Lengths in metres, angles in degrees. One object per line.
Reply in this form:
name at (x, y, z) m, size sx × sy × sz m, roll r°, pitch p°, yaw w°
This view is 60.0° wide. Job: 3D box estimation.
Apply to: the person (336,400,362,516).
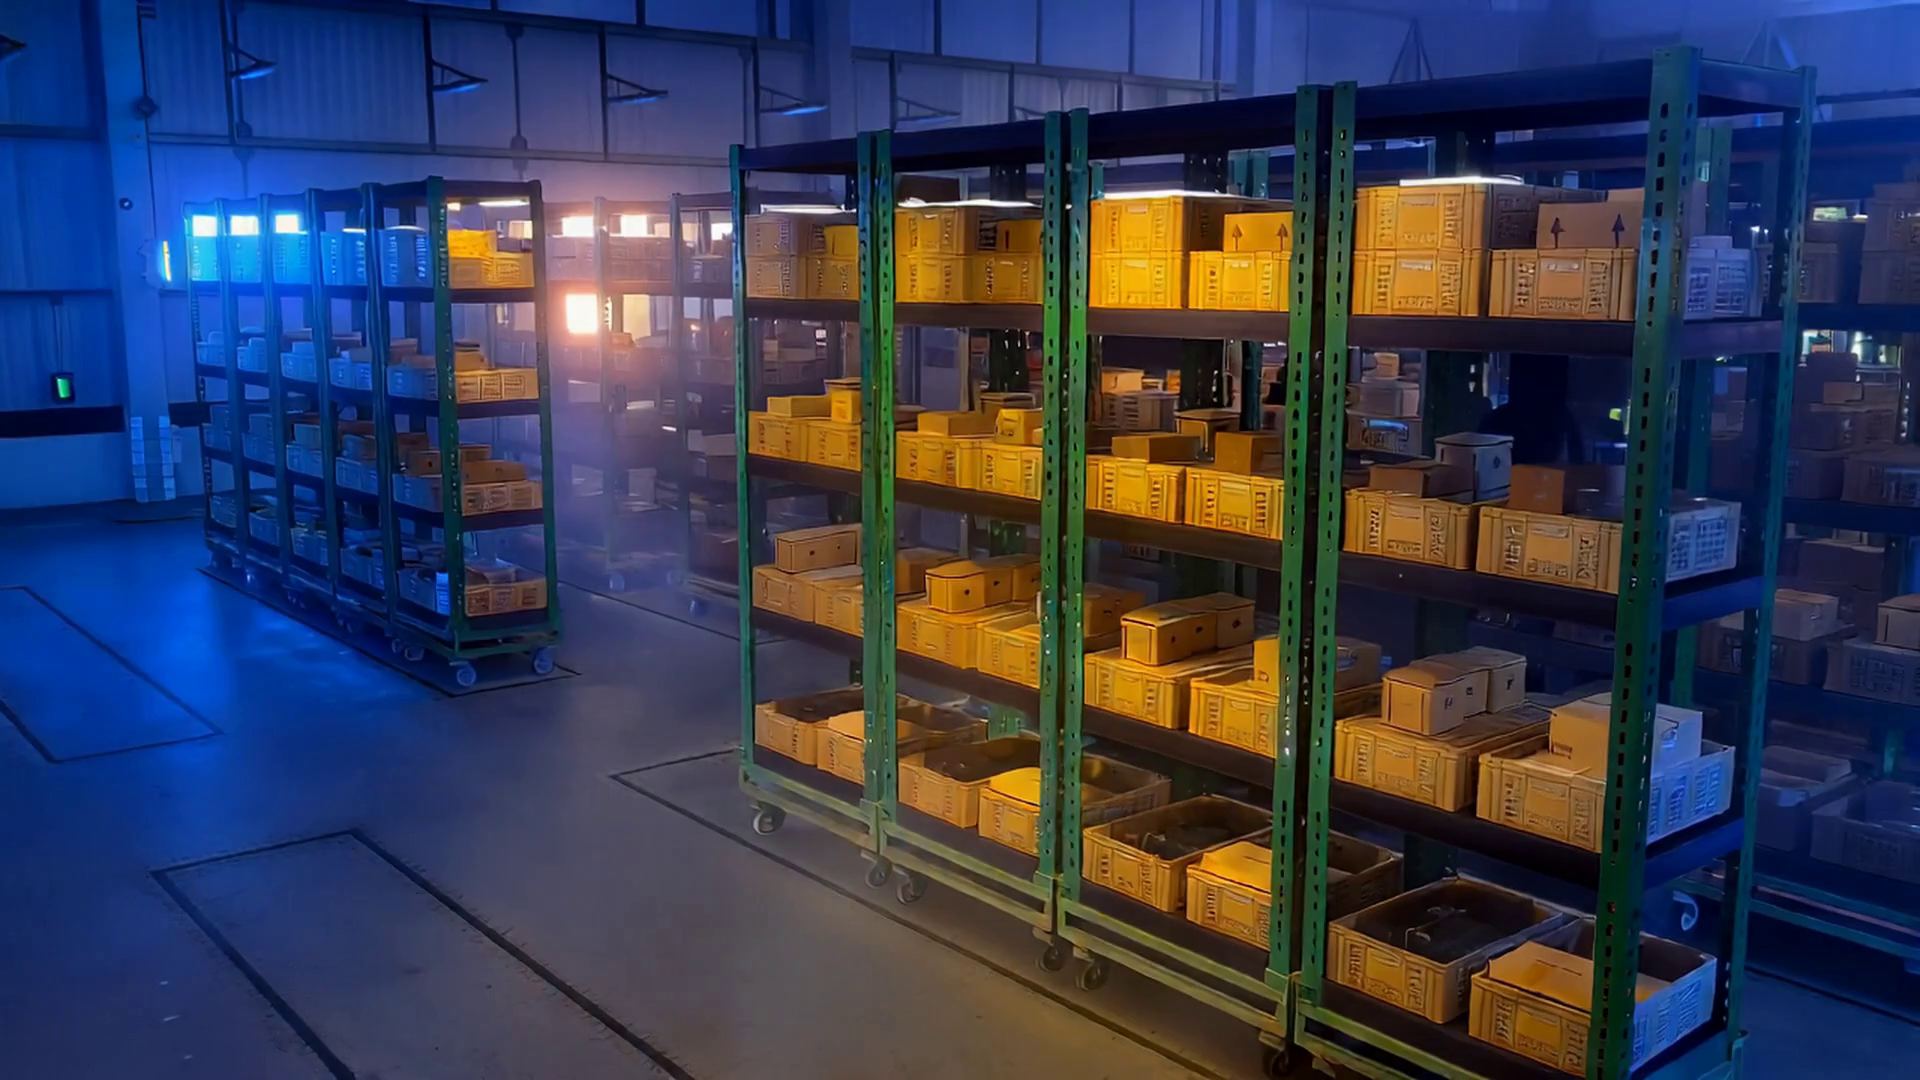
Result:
person at (-6.174, -0.691, 16.854) m, size 0.373 × 1.843 × 0.570 m, roll -3°, pitch 10°, yaw -15°
